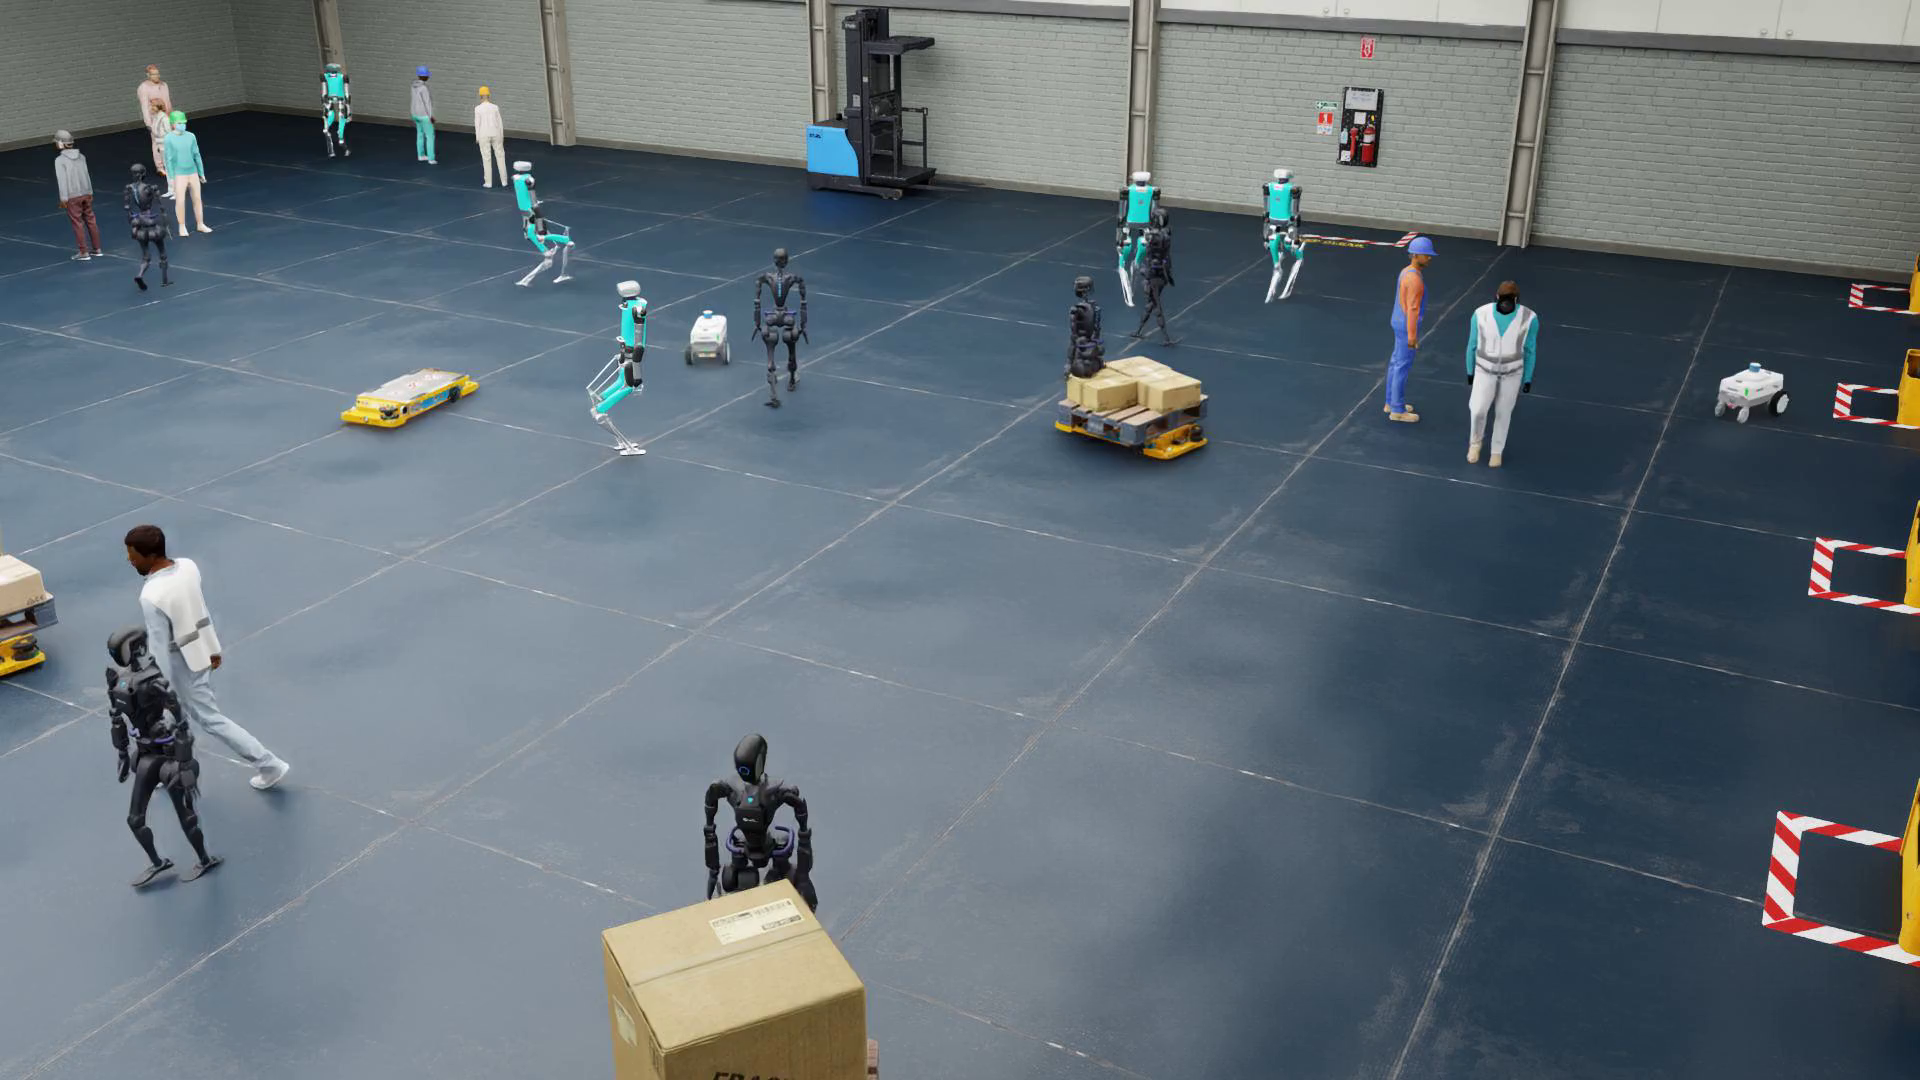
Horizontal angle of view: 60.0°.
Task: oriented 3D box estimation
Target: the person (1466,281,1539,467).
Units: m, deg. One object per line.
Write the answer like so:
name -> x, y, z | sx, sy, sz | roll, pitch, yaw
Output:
person -> 5.139, -1.575, 15.865 | 0.633, 1.827, 0.465 | 7, 24, 16

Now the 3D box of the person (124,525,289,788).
person -> -4.781, 0.759, 10.374 | 0.962, 1.874, 0.601 | -1, 23, -3

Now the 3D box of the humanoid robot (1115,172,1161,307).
humanoid robot -> 2.212, -3.866, 21.398 | 0.552, 1.852, 0.857 | -3, 23, -6

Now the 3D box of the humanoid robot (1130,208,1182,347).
humanoid robot -> 2.375, -3.123, 19.703 | 0.765, 1.624, 0.607 | 15, 28, 32

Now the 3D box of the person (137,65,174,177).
person -> -14.040, -7.366, 29.241 | 0.406, 1.904, 0.650 | 8, 25, 19

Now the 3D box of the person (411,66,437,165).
person -> -9.790, -7.762, 30.362 | 0.635, 1.746, 0.401 | 20, 30, 39

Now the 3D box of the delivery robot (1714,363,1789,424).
delivery robot -> 8.306, -1.561, 17.442 | 0.775, 0.601, 0.499 | -15, 28, -31

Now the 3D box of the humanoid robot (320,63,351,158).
humanoid robot -> -11.498, -7.802, 30.533 | 0.550, 1.768, 1.033 | 0, 23, 0

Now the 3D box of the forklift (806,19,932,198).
forklift -> -1.573, -7.292, 27.850 | 1.873, 2.768, 1.129 | 12, 26, 25

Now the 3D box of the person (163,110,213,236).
person -> -11.620, -5.506, 24.974 | 0.527, 1.861, 0.408 | -21, 31, -40

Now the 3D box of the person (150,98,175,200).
person -> -13.121, -6.470, 27.484 | 0.306, 1.640, 0.513 | -21, 31, -40

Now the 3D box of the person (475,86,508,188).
person -> -8.001, -6.851, 28.309 | 0.474, 1.690, 0.327 | -11, 26, -24

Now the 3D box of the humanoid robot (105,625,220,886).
humanoid robot -> -4.583, 1.254, 9.470 | 0.602, 1.644, 0.523 | 10, 25, 22

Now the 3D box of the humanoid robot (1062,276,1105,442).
humanoid robot -> 1.216, -1.818, 16.632 | 0.650, 1.633, 0.609 | 15, 28, 32

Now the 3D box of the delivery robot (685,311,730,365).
delivery robot -> -2.908, -2.359, 19.269 | 0.499, 0.576, 0.768 | 0, 23, -1

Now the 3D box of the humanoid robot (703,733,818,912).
humanoid robot -> -1.014, 1.669, 8.513 | 0.590, 1.642, 0.446 | 2, 23, 4

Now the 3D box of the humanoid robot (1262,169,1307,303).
humanoid robot -> 4.231, -3.889, 21.431 | 0.540, 1.840, 0.747 | 18, 29, 36

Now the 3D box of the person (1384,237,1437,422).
person -> 4.635, -2.185, 17.175 | 0.372, 1.907, 0.514 | 2, 23, 5

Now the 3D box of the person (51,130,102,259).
person -> -12.549, -4.901, 23.612 | 0.364, 1.813, 0.554 | 8, 24, 18

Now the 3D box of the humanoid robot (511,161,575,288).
humanoid robot -> -5.489, -4.150, 22.001 | 1.037, 1.740, 0.561 | -18, 29, -35

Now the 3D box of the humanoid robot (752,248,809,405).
humanoid robot -> -1.926, -2.292, 17.793 | 0.612, 1.642, 0.796 | -2, 23, -5

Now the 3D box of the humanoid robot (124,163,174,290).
humanoid robot -> -10.793, -4.145, 22.040 | 0.610, 1.633, 0.577 | 3, 23, 6

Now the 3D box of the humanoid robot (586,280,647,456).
humanoid robot -> -3.319, -1.624, 15.912 | 0.735, 1.678, 0.533 | -10, 25, -21

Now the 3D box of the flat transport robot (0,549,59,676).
flat transport robot -> -7.536, 0.766, 12.379 | 1.431, 0.231, 0.659 | 17, 29, 34

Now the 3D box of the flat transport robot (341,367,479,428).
flat transport robot -> -5.845, -1.526, 17.715 | 0.659, 0.231, 1.431 | 9, 25, 20

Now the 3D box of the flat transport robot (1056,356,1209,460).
flat transport robot -> 1.725, -1.127, 16.786 | 1.431, 0.231, 0.659 | 20, 30, 39

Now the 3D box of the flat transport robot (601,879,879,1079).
flat transport robot -> -0.974, 2.844, 7.541 | 0.659, 0.231, 1.431 | -1, 23, -1
